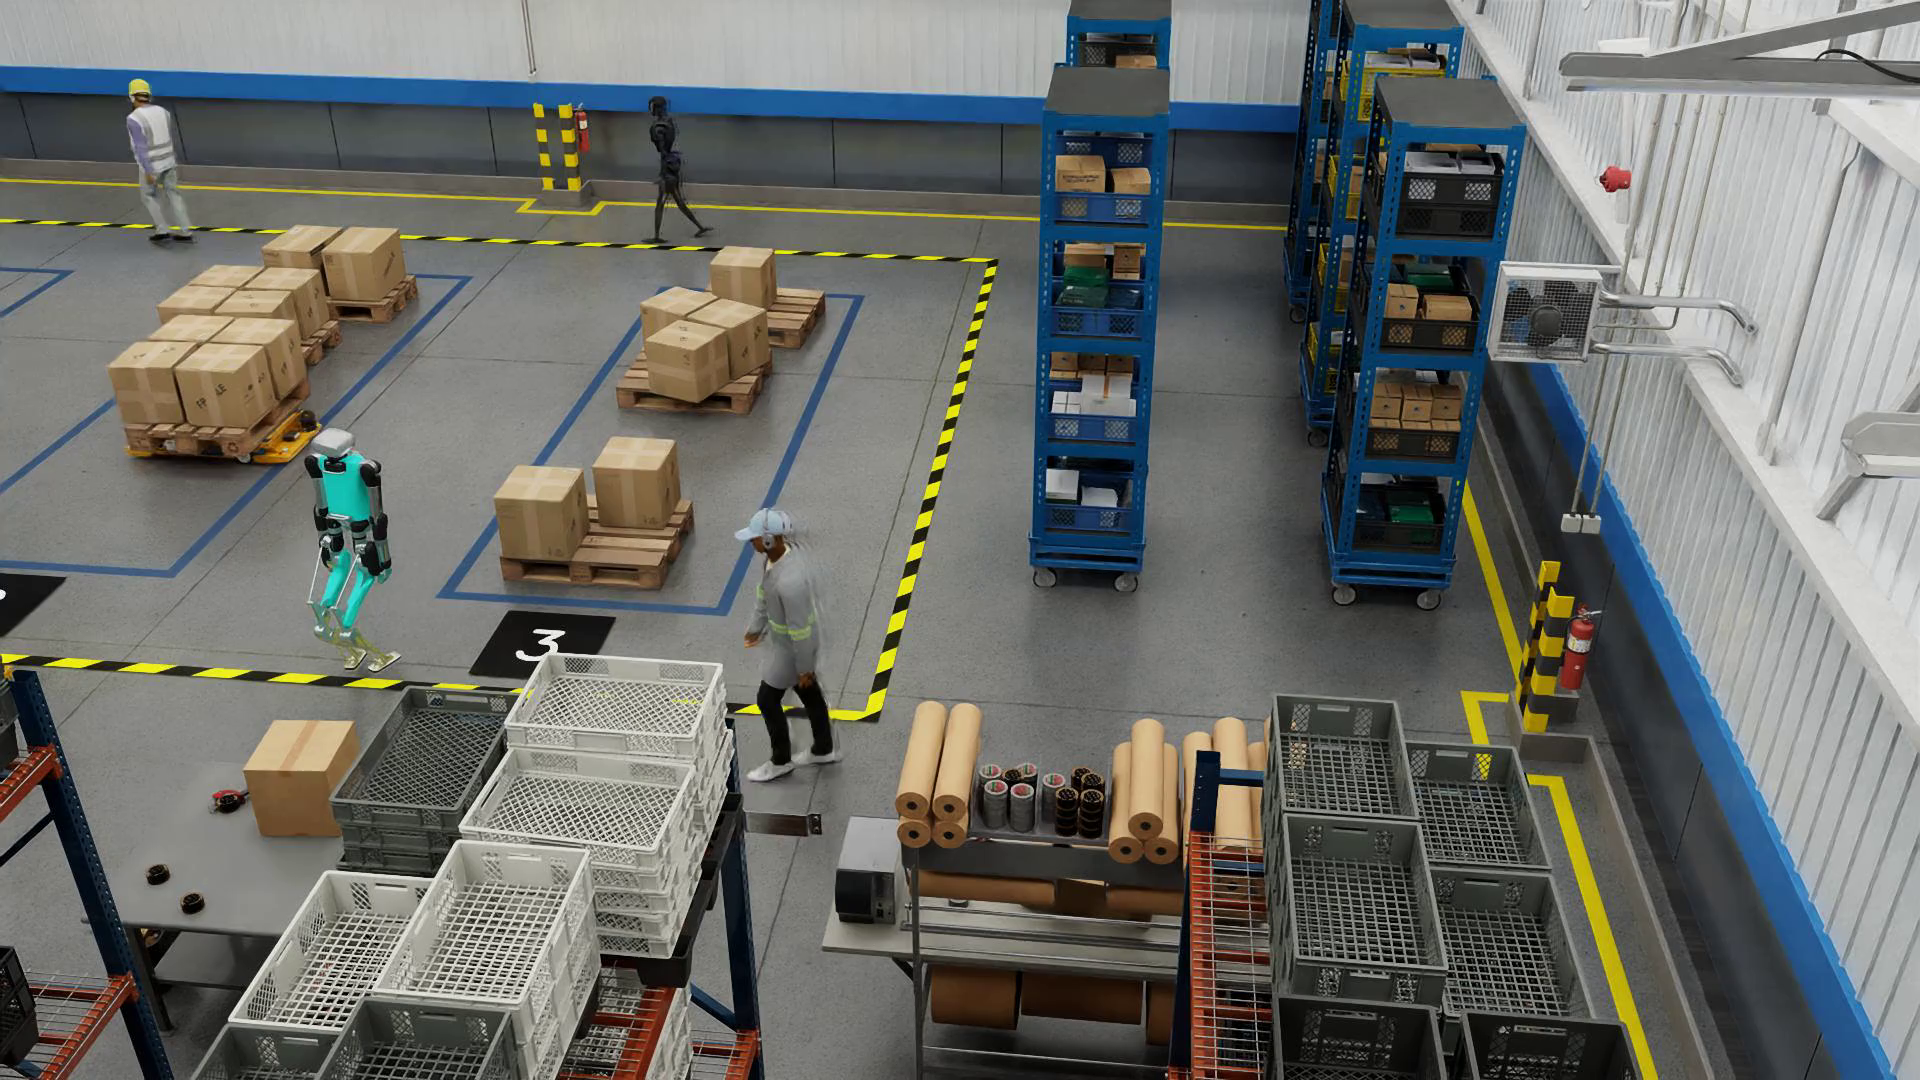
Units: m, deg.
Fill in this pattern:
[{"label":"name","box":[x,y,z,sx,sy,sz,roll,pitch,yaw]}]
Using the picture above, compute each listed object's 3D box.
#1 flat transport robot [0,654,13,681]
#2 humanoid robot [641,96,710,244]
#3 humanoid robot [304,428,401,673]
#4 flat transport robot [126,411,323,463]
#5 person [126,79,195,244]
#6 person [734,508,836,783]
[{"label":"flat transport robot","box":[-7.142,0.969,11.010,1.431,0.231,0.659,3,30,6]},{"label":"humanoid robot","box":[-3.179,-4.069,18.309,0.747,1.642,0.609,-3,30,-5]},{"label":"humanoid robot","box":[-4.049,0.153,10.817,0.533,1.677,0.735,9,31,15]},{"label":"flat transport robot","box":[-6.291,-0.919,14.225,1.431,0.197,0.652,3,30,6]},{"label":"person","box":[-8.806,-4.138,18.267,0.582,1.789,0.605,11,32,18]},{"label":"person","box":[-1.095,0.630,10.044,0.699,1.821,0.594,-3,30,-5]}]
